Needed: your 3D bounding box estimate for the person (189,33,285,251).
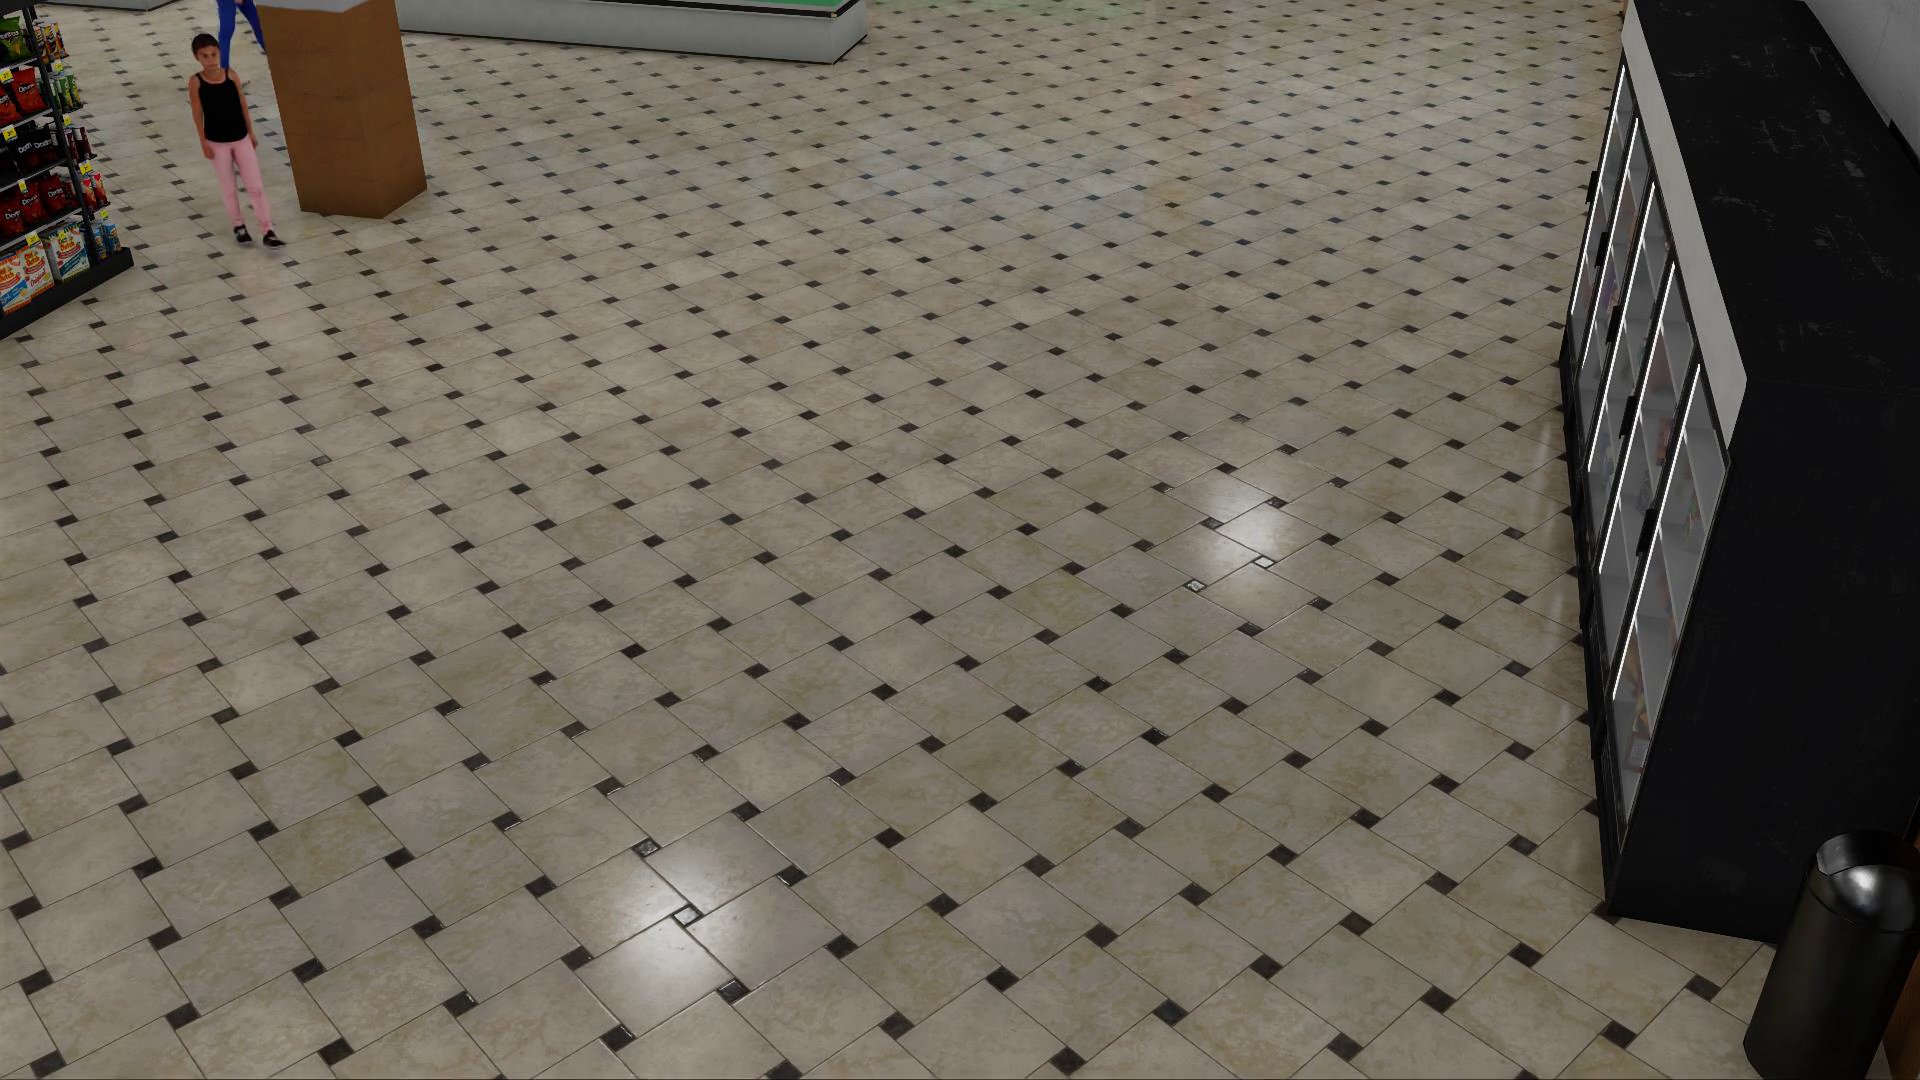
[{"bbox_3d":[-5.239,-2.842,11.874,0.877,1.535,0.971,-20,37,-29],"label":"person"}]
